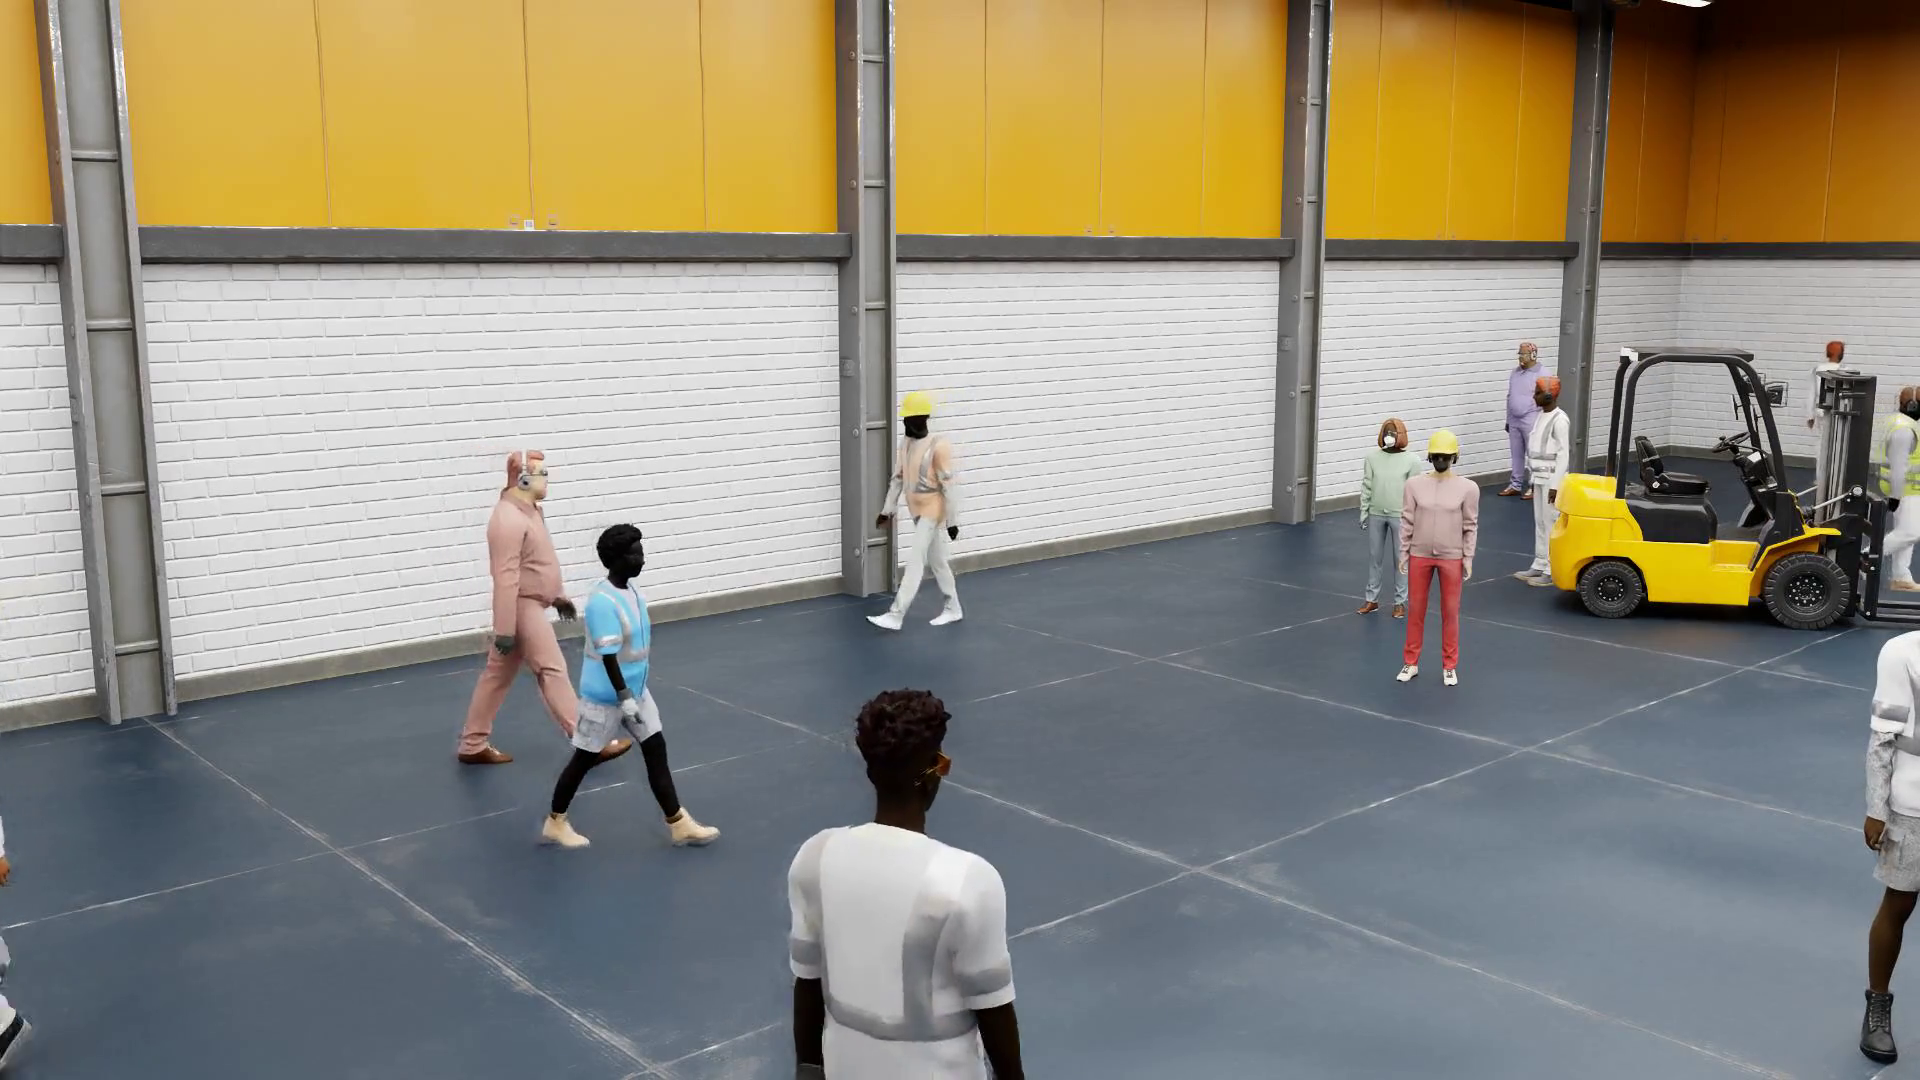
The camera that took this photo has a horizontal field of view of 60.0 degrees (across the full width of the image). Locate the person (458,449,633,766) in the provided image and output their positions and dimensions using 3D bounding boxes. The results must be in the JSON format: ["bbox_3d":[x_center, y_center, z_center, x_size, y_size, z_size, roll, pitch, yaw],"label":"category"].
[{"bbox_3d":[-2.438,0.405,9.521,1.018,1.855,0.661,-2,10,-12],"label":"person"}]

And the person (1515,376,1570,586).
[{"bbox_3d":[5.247,-0.524,14.874,0.357,1.881,0.574,0,10,1],"label":"person"}]

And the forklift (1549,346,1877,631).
[{"bbox_3d":[6.109,-0.478,13.691,2.313,2.155,1.214,3,10,16],"label":"forklift"}]

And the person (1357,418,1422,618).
[{"bbox_3d":[3.509,-0.185,13.605,0.500,1.636,0.280,6,12,33],"label":"person"}]

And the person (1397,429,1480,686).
[{"bbox_3d":[3.278,0.119,11.441,0.525,1.771,0.305,4,11,23],"label":"person"}]

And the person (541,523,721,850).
[{"bbox_3d":[-1.685,0.734,8.186,0.886,1.652,0.536,2,10,13],"label":"person"}]

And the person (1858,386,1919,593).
[{"bbox_3d":[8.214,-0.443,14.563,0.551,1.826,0.631,5,11,29],"label":"person"}]

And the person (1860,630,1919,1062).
[{"bbox_3d":[3.576,0.964,6.005,0.551,1.932,0.378,2,10,12],"label":"person"}]

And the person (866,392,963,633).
[{"bbox_3d":[-0.349,-0.215,13.068,0.961,1.881,0.605,-5,11,-28],"label":"person"}]

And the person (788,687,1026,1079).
[{"bbox_3d":[-0.172,1.309,4.020,0.606,1.928,0.965,8,12,39],"label":"person"}]

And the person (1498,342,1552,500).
[{"bbox_3d":[6.856,-1.445,20.192,0.400,1.907,0.644,-4,11,-24],"label":"person"}]

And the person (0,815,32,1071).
[{"bbox_3d":[-3.660,1.062,5.844,0.601,1.804,0.452,7,12,35],"label":"person"}]

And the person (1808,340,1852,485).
[{"bbox_3d":[11.138,-1.611,21.293,0.480,1.887,0.589,-4,11,-23],"label":"person"}]
